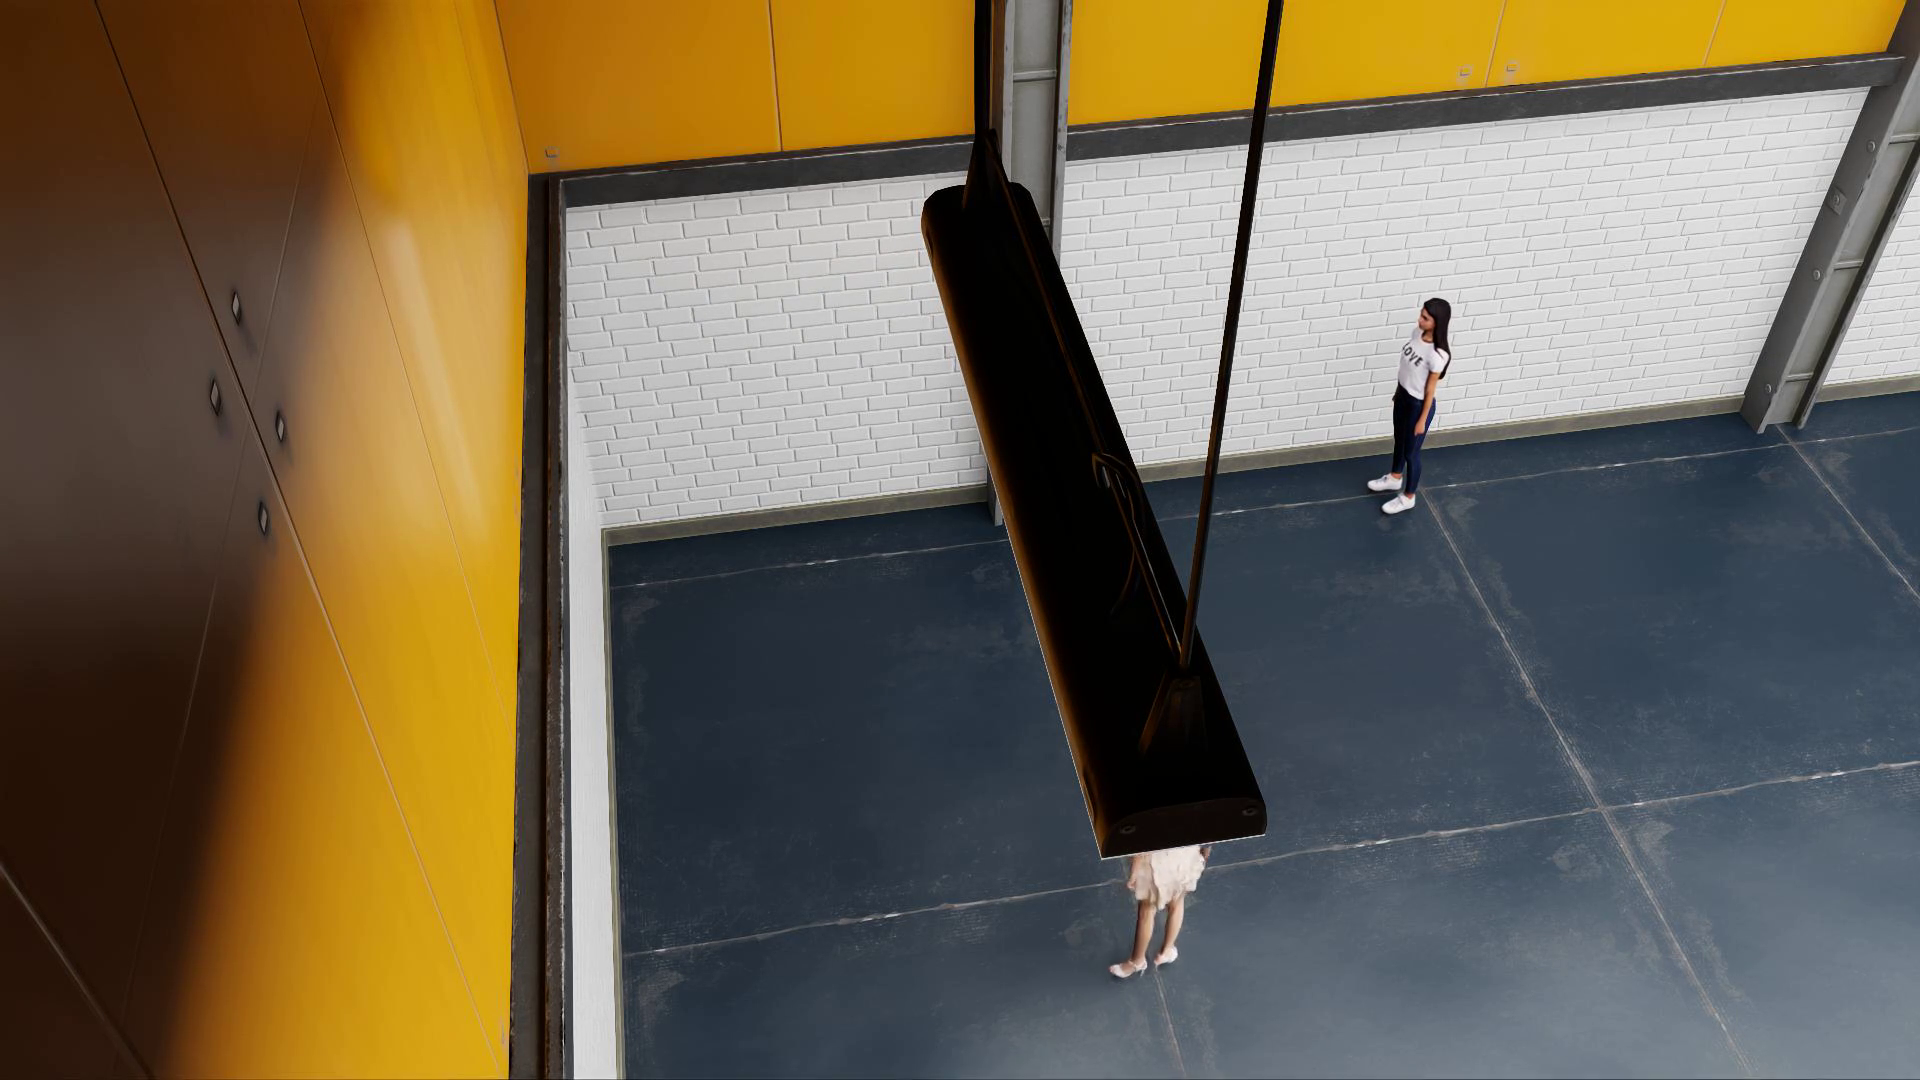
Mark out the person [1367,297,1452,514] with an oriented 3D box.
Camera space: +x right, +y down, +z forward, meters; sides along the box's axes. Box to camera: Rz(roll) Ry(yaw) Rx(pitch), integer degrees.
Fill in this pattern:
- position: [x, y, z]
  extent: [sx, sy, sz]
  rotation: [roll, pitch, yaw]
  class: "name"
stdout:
- position: [3.211, -0.958, 11.698]
  extent: [0.504, 1.774, 0.583]
  rotation: [-9, 44, -9]
  class: "person"
